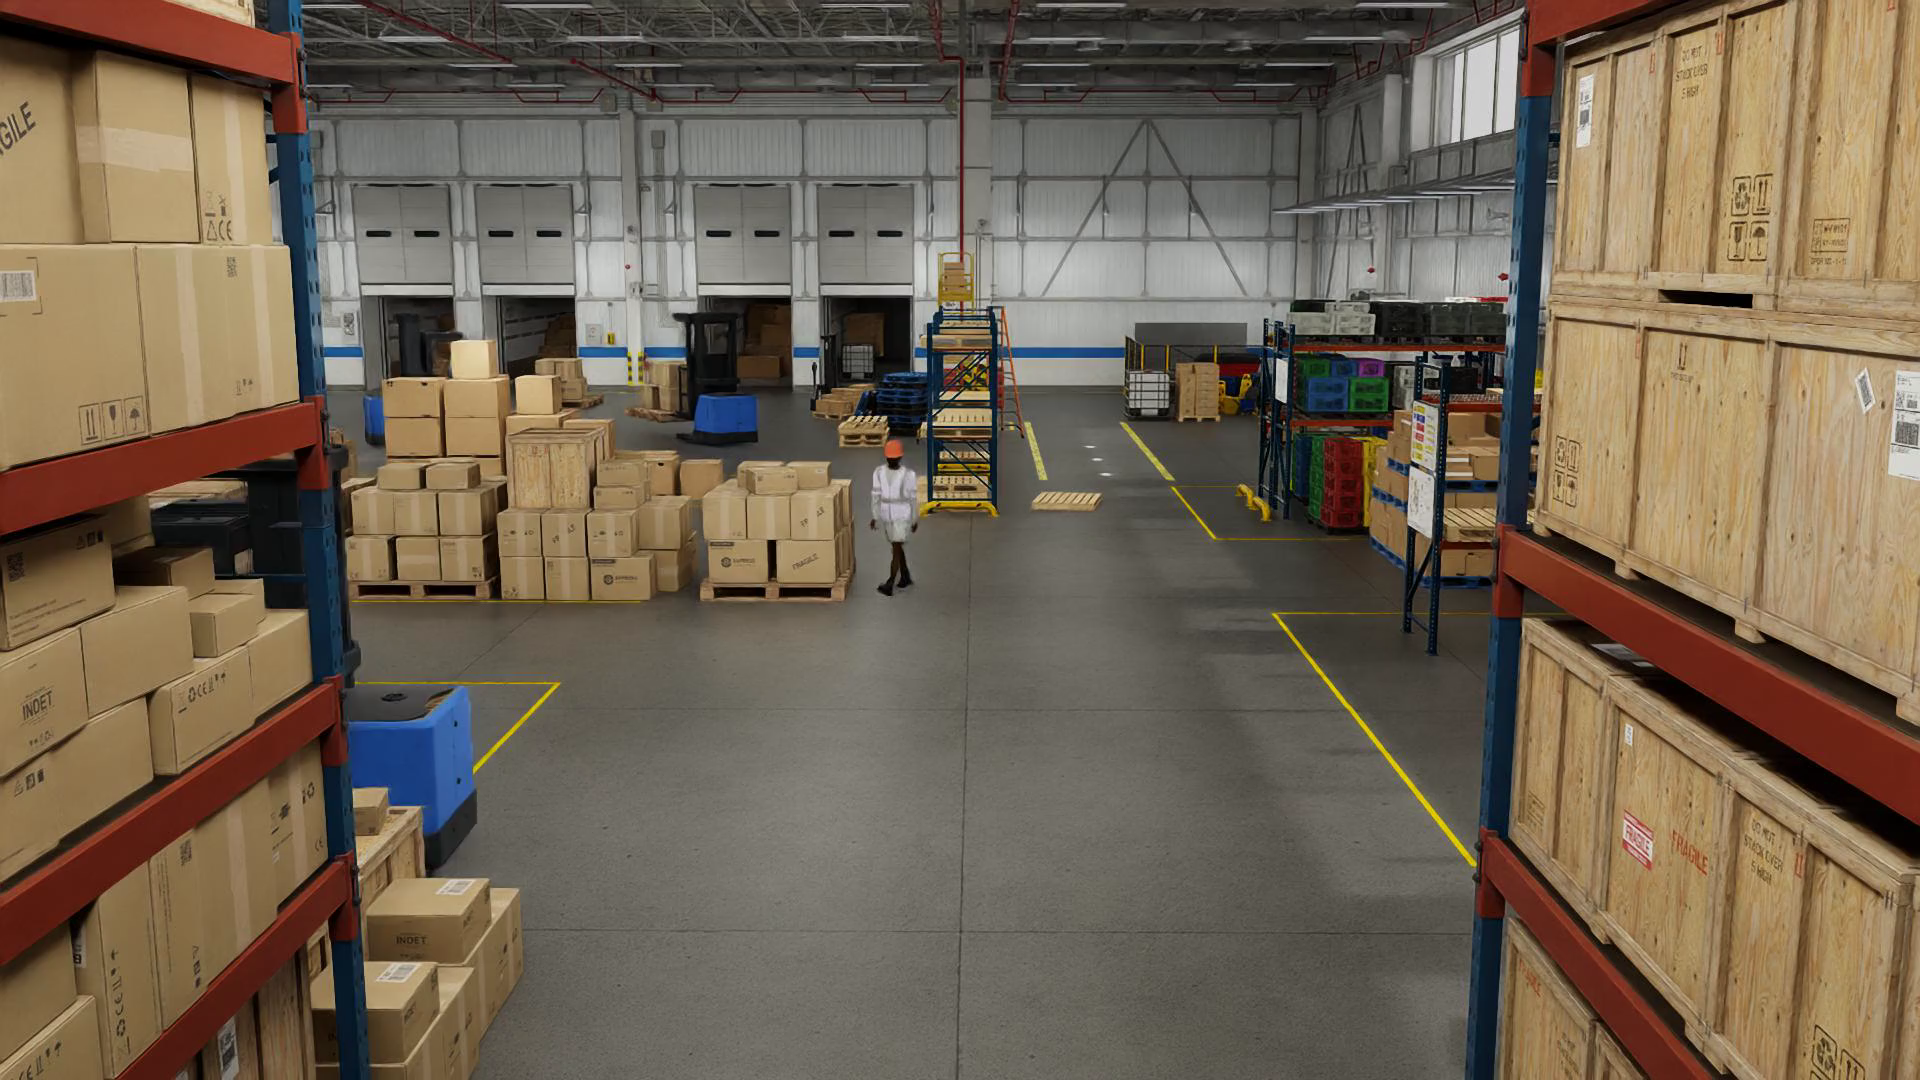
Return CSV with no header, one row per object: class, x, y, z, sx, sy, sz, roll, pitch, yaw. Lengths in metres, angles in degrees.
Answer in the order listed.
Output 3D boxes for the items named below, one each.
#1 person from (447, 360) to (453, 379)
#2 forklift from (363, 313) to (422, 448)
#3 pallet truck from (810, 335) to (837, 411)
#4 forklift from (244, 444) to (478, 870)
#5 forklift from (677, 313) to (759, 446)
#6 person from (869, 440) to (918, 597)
person,-11.555,-3.408,38.128,0.355,1.929,0.627,-1,10,-6
forklift,-11.744,-3.437,35.529,1.873,2.768,1.129,-5,11,-28
pallet truck,-3.021,-4.312,43.126,1.885,1.965,0.823,3,10,17
forklift,-4.384,0.772,11.246,1.873,2.768,1.129,0,10,-1
forklift,-5.244,-3.509,35.948,1.129,2.768,1.873,-7,12,-33
person,-0.803,-0.282,20.238,0.542,1.879,1.045,4,11,22
